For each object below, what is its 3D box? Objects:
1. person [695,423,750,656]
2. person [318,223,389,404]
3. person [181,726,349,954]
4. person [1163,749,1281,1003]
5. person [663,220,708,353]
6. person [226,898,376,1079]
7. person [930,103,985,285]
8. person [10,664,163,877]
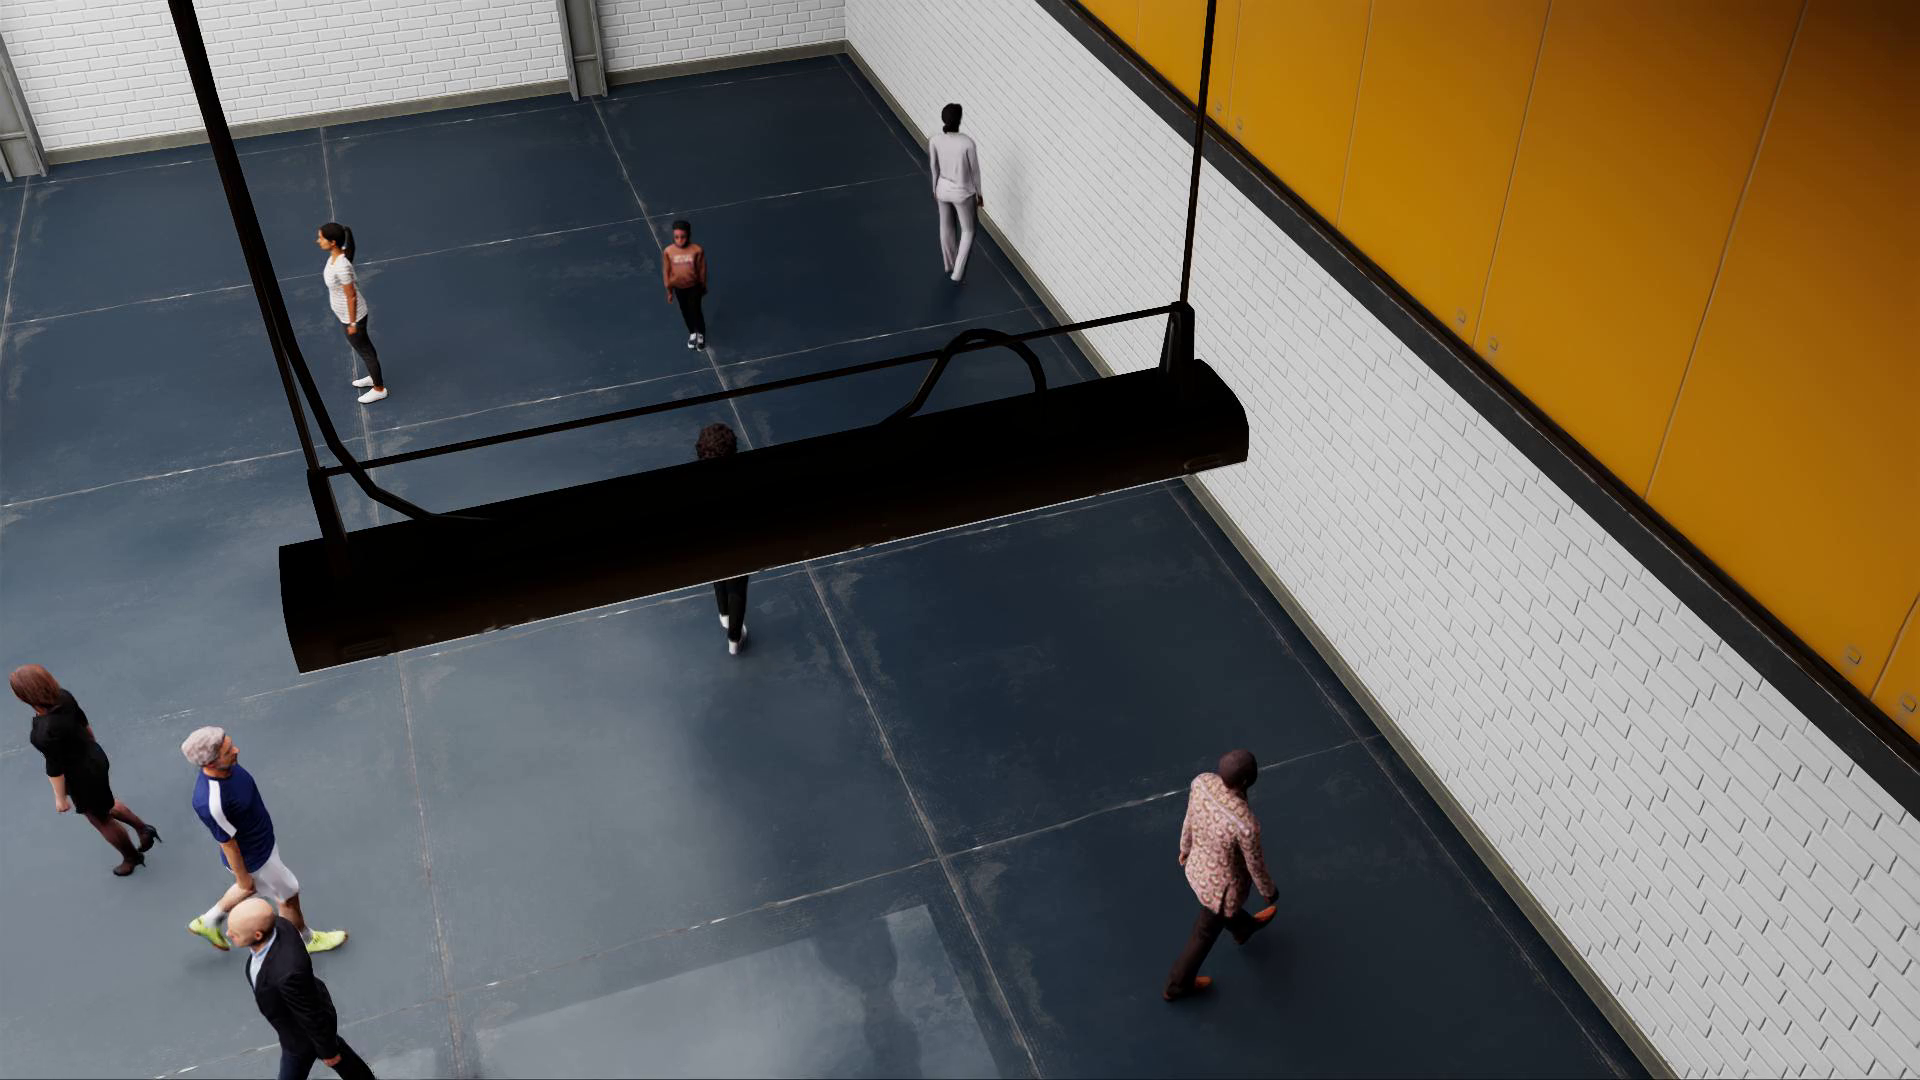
[{"bbox_3d":[-1.603,0.046,11.364,0.818,1.790,0.859,5,39,7],"label":"person"},{"bbox_3d":[-5.094,-1.922,13.943,0.522,1.646,0.567,-14,41,-17],"label":"person"},{"bbox_3d":[-4.032,1.723,9.240,1.064,1.819,0.670,-10,40,-13],"label":"person"},{"bbox_3d":[1.357,1.877,9.088,1.113,1.769,0.744,-16,41,-19],"label":"person"},{"bbox_3d":[-2.405,-2.294,14.731,0.560,1.245,0.659,3,39,3],"label":"person"},{"bbox_3d":[-3.251,2.396,8.429,0.951,1.779,0.839,-22,44,-25],"label":"person"},{"bbox_3d":[-0.042,-3.224,15.492,0.915,1.747,0.974,15,41,18],"label":"person"},{"bbox_3d":[-5.058,1.368,9.787,0.645,1.691,0.628,-10,40,-12],"label":"person"}]
